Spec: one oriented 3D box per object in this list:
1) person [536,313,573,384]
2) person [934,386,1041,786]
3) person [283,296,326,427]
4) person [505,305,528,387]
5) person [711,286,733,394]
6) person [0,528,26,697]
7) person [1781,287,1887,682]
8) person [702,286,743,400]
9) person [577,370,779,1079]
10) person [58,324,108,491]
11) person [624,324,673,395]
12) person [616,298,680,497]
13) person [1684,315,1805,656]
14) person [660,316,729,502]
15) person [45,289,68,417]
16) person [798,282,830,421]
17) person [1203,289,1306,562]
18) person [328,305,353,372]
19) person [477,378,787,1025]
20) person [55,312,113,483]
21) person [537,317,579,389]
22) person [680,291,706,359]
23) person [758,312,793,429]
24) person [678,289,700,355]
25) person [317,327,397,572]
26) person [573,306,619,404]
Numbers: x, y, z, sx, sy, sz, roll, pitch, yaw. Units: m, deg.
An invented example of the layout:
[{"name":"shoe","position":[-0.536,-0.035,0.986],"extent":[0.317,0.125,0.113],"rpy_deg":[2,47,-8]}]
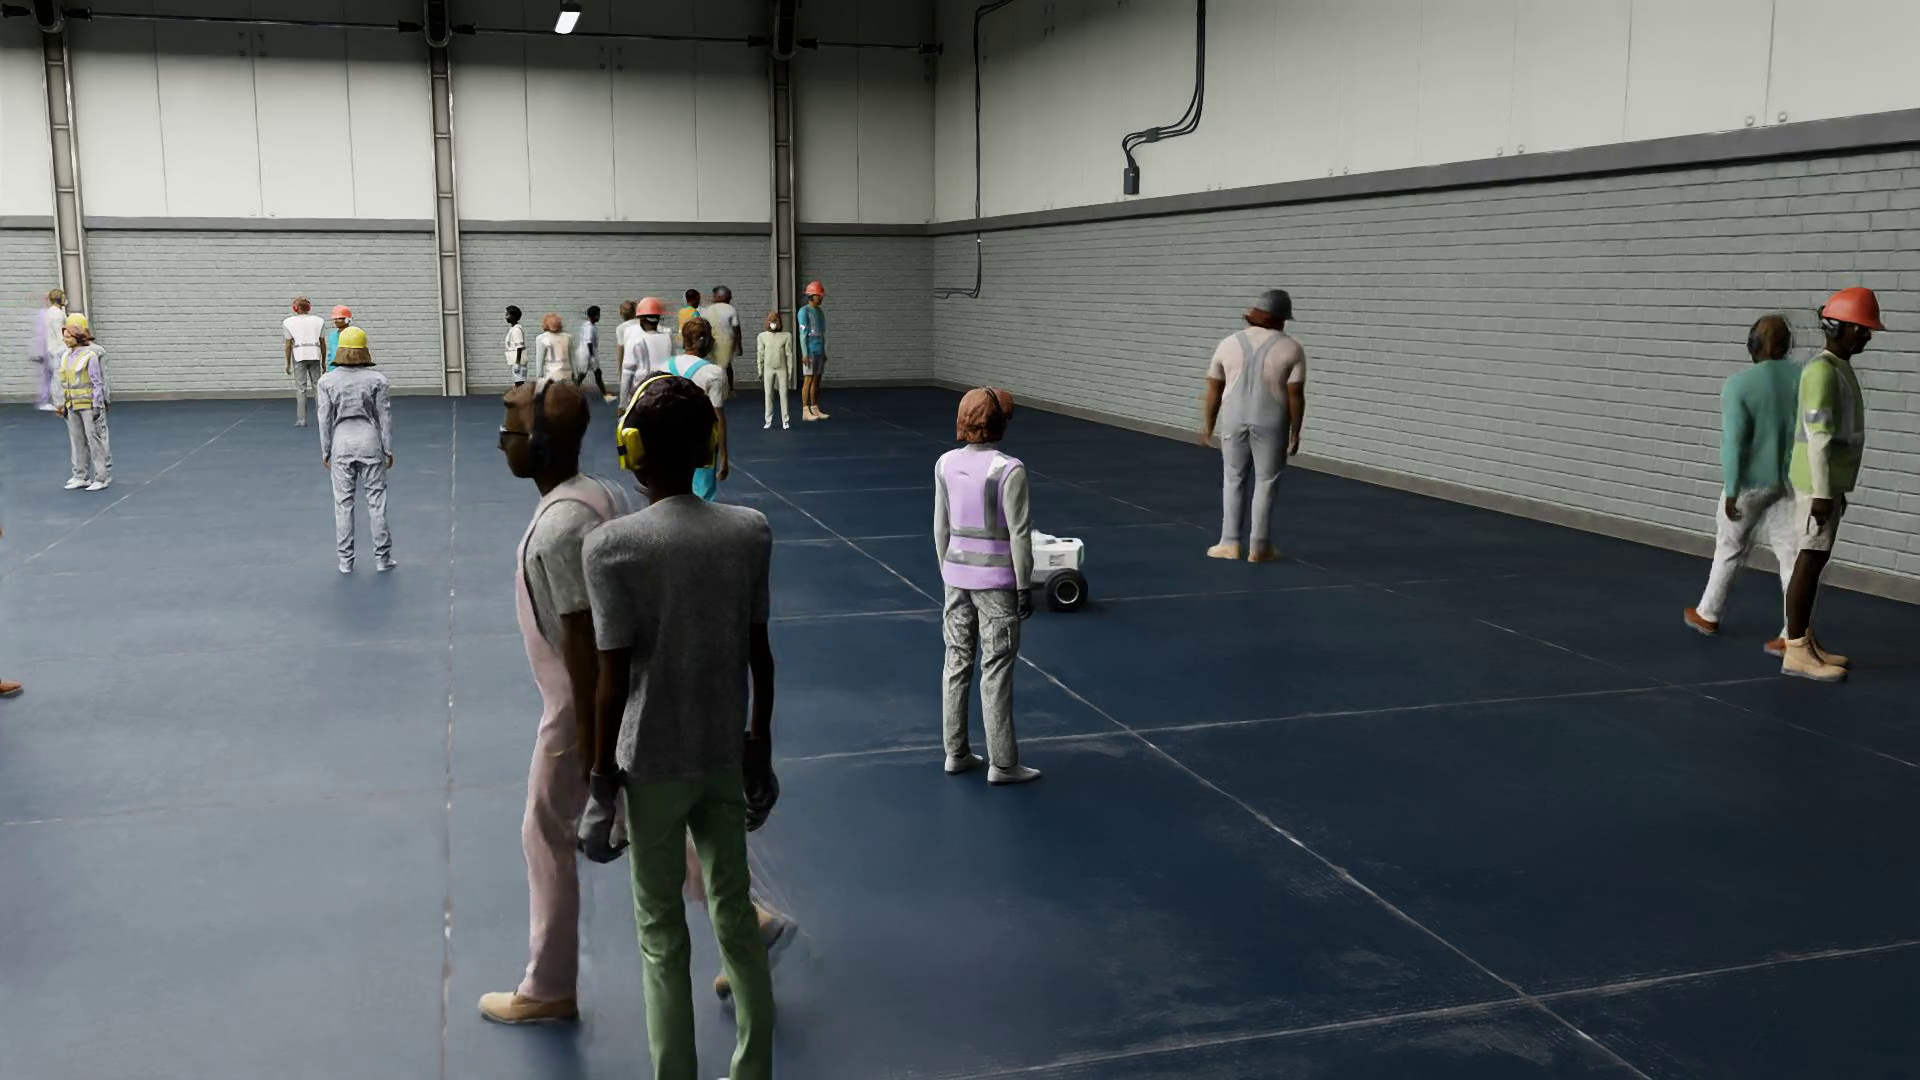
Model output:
[{"name":"person","position":[-5.480,-2.256,22.526],"extent":[0.501,1.629,0.287],"rpy_deg":[-5,10,-30]},{"name":"person","position":[0.098,0.190,6.865],"extent":[0.513,1.641,0.309],"rpy_deg":[8,12,43]},{"name":"person","position":[-9.196,-2.500,23.396],"extent":[0.565,1.840,0.390],"rpy_deg":[-7,11,-36]},{"name":"person","position":[-6.520,-2.598,24.475],"extent":[0.322,1.697,0.535],"rpy_deg":[-3,9,-18]},{"name":"person","position":[-4.177,-3.450,29.054],"extent":[0.361,1.965,0.613],"rpy_deg":[7,11,36]},{"name":"person","position":[-4.838,-0.137,8.037],"extent":[0.476,1.930,0.665],"rpy_deg":[-1,9,-3]},{"name":"person","position":[4.554,-0.292,8.692],"extent":[0.392,2.035,0.605],"rpy_deg":[6,11,33]},{"name":"person","position":[-4.078,-3.342,28.130],"extent":[0.709,2.000,1.071],"rpy_deg":[5,10,31]},{"name":"person","position":[-0.651,0.543,3.887],"extent":[0.530,1.869,0.311],"rpy_deg":[-8,12,-42]},{"name":"person","position":[-8.646,-1.301,16.381],"extent":[0.523,1.639,0.309],"rpy_deg":[4,10,27]},{"name":"person","position":[-3.658,-1.914,19.639],"extent":[0.593,1.852,0.879],"rpy_deg":[-1,9,-7]},{"name":"person","position":[-2.941,-1.295,15.526],"extent":[0.548,1.903,0.893],"rpy_deg":[-9,12,-44]},{"name":"person","position":[4.513,-0.316,9.343],"extent":[0.617,1.883,1.001],"rpy_deg":[-1,9,-3]},{"name":"person","position":[-1.789,-0.586,11.215],"extent":[0.524,1.834,0.355],"rpy_deg":[4,10,25]},{"name":"person","position":[-13.576,-2.820,25.120],"extent":[0.367,1.940,0.634],"rpy_deg":[-7,11,-38]},{"name":"person","position":[-2.127,-2.774,24.503],"extent":[0.382,2.040,0.616],"rpy_deg":[4,10,24]},{"name":"person","position":[2.205,-0.865,12.325],"extent":[0.767,2.000,0.537],"rpy_deg":[5,10,29]},{"name":"person","position":[-7.785,-2.092,21.059],"extent":[0.561,1.753,0.327],"rpy_deg":[4,10,23]},{"name":"person","position":[-0.926,0.456,4.607],"extent":[0.802,1.825,0.527],"rpy_deg":[0,9,3]},{"name":"person","position":[-8.927,-1.438,16.936],"extent":[0.304,1.742,0.489],"rpy_deg":[8,12,42]},{"name":"person","position":[-5.205,-2.085,21.536],"extent":[0.879,1.589,0.529],"rpy_deg":[8,12,42]},{"name":"person","position":[-4.722,-3.500,29.658],"extent":[0.417,1.876,0.604],"rpy_deg":[3,10,20]},{"name":"person","position":[-2.562,-2.352,23.137],"extent":[0.501,1.627,0.283],"rpy_deg":[0,9,0]},{"name":"person","position":[-4.478,-3.196,27.584],"extent":[0.373,1.917,0.594],"rpy_deg":[-6,11,-35]},{"name":"person","position":[-4.287,-0.641,11.840],"extent":[0.492,1.742,0.315],"rpy_deg":[-2,9,-13]},{"name":"person","position":[-6.085,-3.047,27.492],"extent":[0.858,1.631,0.584],"rpy_deg":[0,9,0]}]
